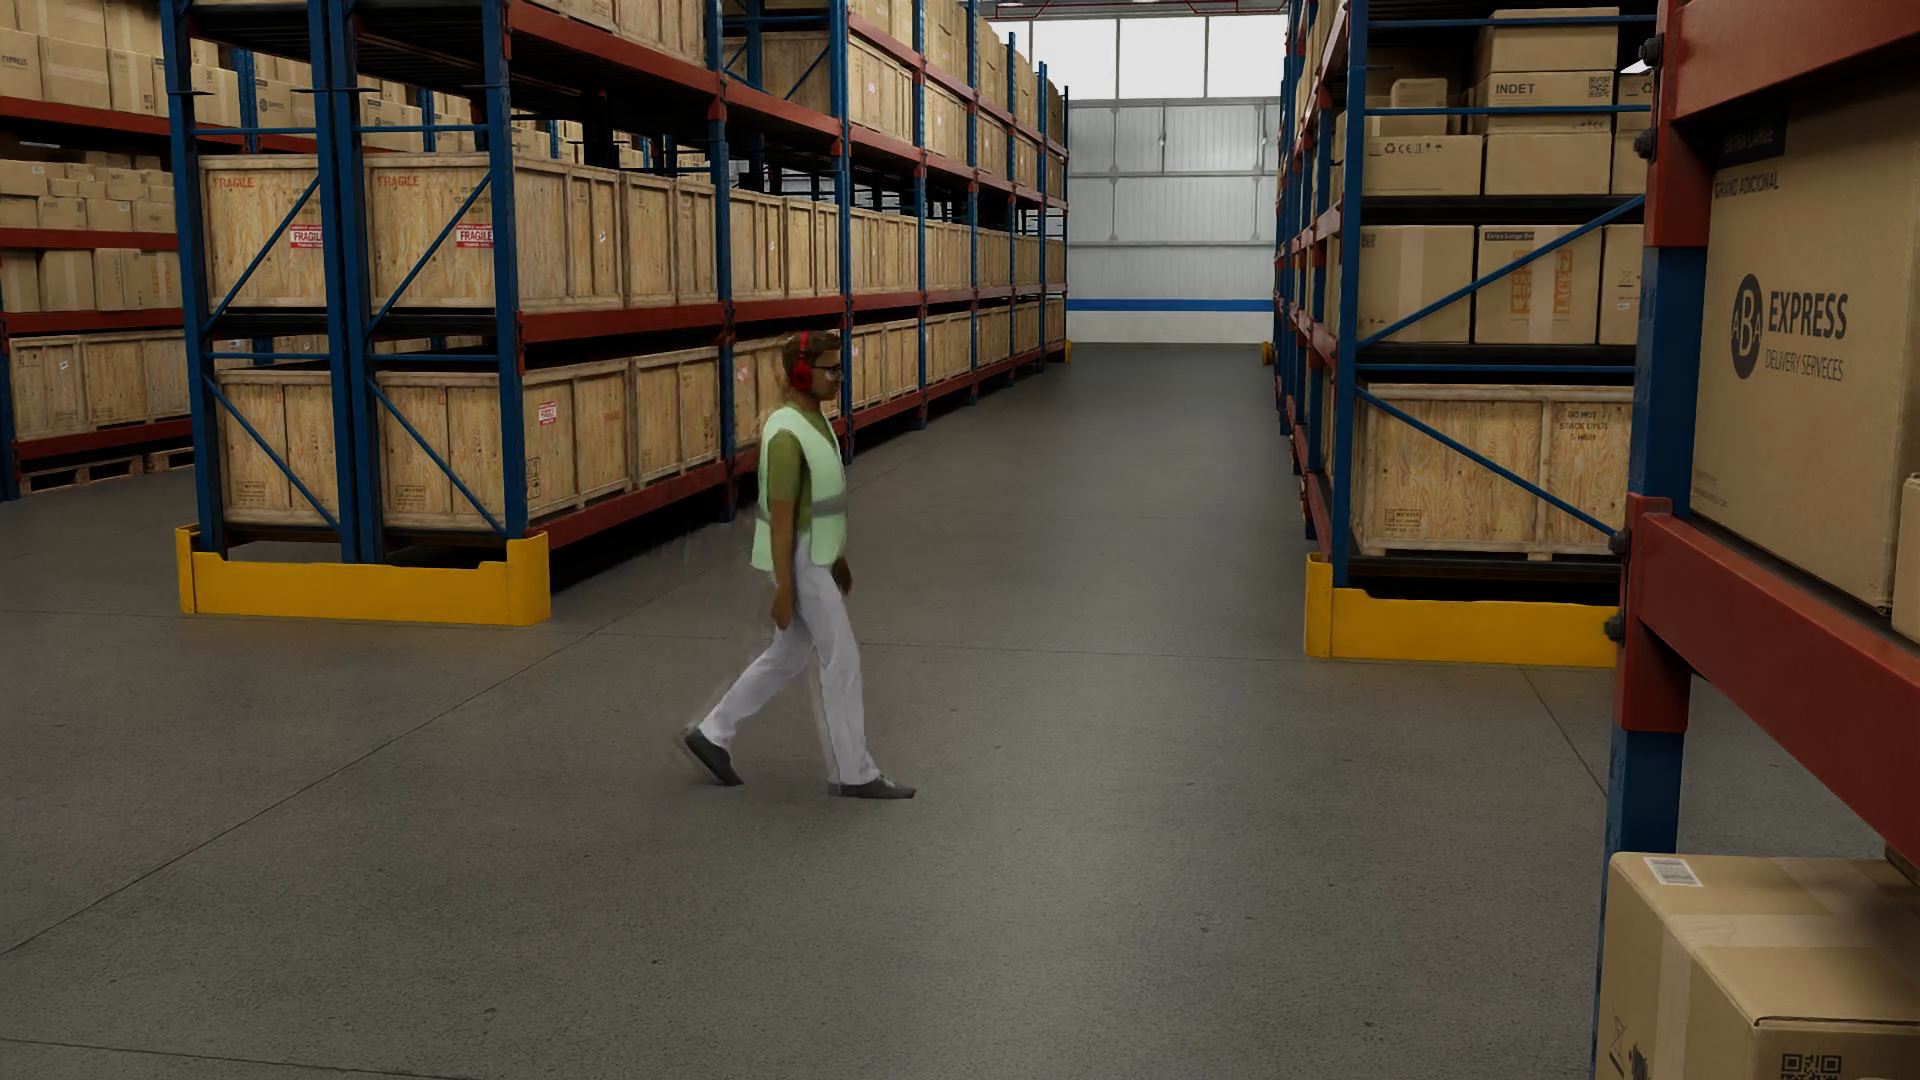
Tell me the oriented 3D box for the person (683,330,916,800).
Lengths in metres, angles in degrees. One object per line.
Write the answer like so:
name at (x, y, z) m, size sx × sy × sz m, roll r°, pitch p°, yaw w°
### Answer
person at (-0.652, 0.100, 6.379) m, size 0.877 × 1.822 × 0.574 m, roll 0°, pitch 9°, yaw 2°
